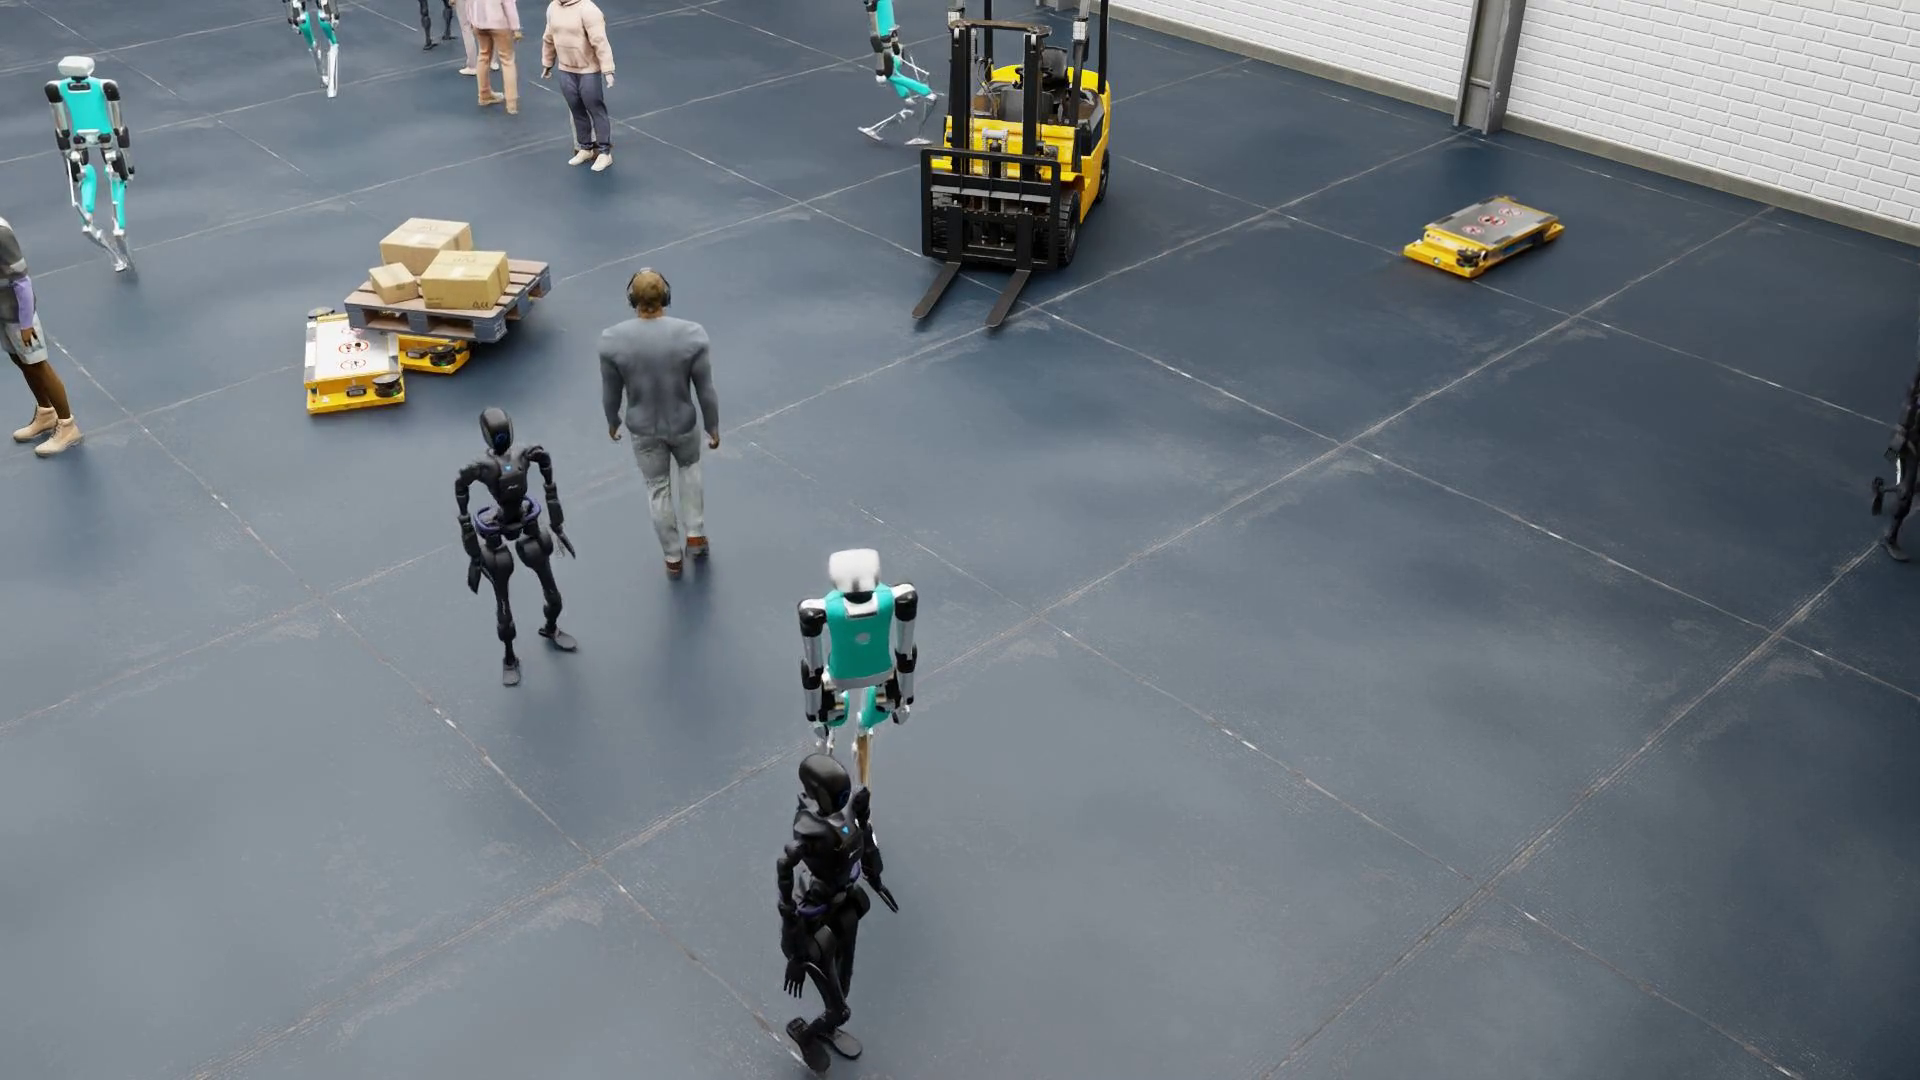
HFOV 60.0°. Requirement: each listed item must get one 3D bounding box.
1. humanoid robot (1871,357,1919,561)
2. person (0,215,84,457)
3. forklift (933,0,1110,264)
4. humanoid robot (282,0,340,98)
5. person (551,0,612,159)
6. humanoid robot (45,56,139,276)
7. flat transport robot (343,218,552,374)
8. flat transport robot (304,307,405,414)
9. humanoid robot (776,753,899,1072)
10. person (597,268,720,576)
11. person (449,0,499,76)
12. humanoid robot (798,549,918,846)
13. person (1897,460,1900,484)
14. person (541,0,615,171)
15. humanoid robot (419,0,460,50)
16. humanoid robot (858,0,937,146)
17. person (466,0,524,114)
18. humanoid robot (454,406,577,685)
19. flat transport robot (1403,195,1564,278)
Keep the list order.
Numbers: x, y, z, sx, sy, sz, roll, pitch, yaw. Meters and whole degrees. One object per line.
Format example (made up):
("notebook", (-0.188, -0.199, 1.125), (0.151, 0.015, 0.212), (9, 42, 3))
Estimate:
("humanoid robot", (5.840, -0.728, 10.025), (0.603, 1.641, 0.675), (-5, 33, -7))
("person", (-6.252, -1.505, 10.865), (0.613, 2.038, 0.393), (25, 41, 33))
("forklift", (0.570, -3.725, 14.138), (1.214, 2.155, 2.313), (9, 34, 13))
("humanoid robot", (-6.721, -5.471, 17.316), (0.548, 1.863, 0.863), (-8, 34, -12))
("person", (-3.598, -4.564, 15.718), (0.390, 1.874, 0.564), (4, 33, 6))
("humanoid robot", (-6.884, -2.844, 13.305), (0.553, 1.905, 0.726), (-7, 34, -11))
("flat transport robot", (-3.878, -1.689, 12.768), (0.659, 0.231, 1.431), (7, 34, 11))
("flat transport robot", (-4.460, -1.359, 12.261), (0.659, 0.231, 1.431), (-9, 34, -14))
("humanoid robot", (-0.512, 1.475, 6.613), (0.348, 1.651, 0.601), (21, 39, 29))
("person", (-1.739, -0.687, 9.718), (0.655, 1.918, 0.502), (-7, 34, -10))
("person", (-5.297, -5.906, 17.885), (0.334, 1.759, 0.526), (25, 41, 33))
("humanoid robot", (-0.530, 0.631, 7.880), (0.532, 1.788, 0.976), (-8, 34, -13))
("person", (6.380, -1.002, 10.460), (0.576, 1.627, 0.359), (20, 38, 28))
("person", (-3.533, -4.398, 15.484), (0.815, 1.854, 0.432), (15, 36, 21))
("humanoid robot", (-6.001, -6.395, 18.713), (0.598, 1.650, 0.448), (8, 34, 12))
("humanoid robot", (-0.522, -4.521, 15.788), (1.000, 1.734, 0.539), (9, 34, 14))
("person", (-4.724, -5.209, 16.831), (0.654, 1.753, 0.487), (12, 35, 18))
("humanoid robot", (-2.391, -0.014, 8.900), (0.591, 1.640, 0.386), (-22, 39, -30))
("flat transport robot", (4.477, -2.594, 14.160), (1.431, 0.231, 0.659), (-26, 41, -34))
